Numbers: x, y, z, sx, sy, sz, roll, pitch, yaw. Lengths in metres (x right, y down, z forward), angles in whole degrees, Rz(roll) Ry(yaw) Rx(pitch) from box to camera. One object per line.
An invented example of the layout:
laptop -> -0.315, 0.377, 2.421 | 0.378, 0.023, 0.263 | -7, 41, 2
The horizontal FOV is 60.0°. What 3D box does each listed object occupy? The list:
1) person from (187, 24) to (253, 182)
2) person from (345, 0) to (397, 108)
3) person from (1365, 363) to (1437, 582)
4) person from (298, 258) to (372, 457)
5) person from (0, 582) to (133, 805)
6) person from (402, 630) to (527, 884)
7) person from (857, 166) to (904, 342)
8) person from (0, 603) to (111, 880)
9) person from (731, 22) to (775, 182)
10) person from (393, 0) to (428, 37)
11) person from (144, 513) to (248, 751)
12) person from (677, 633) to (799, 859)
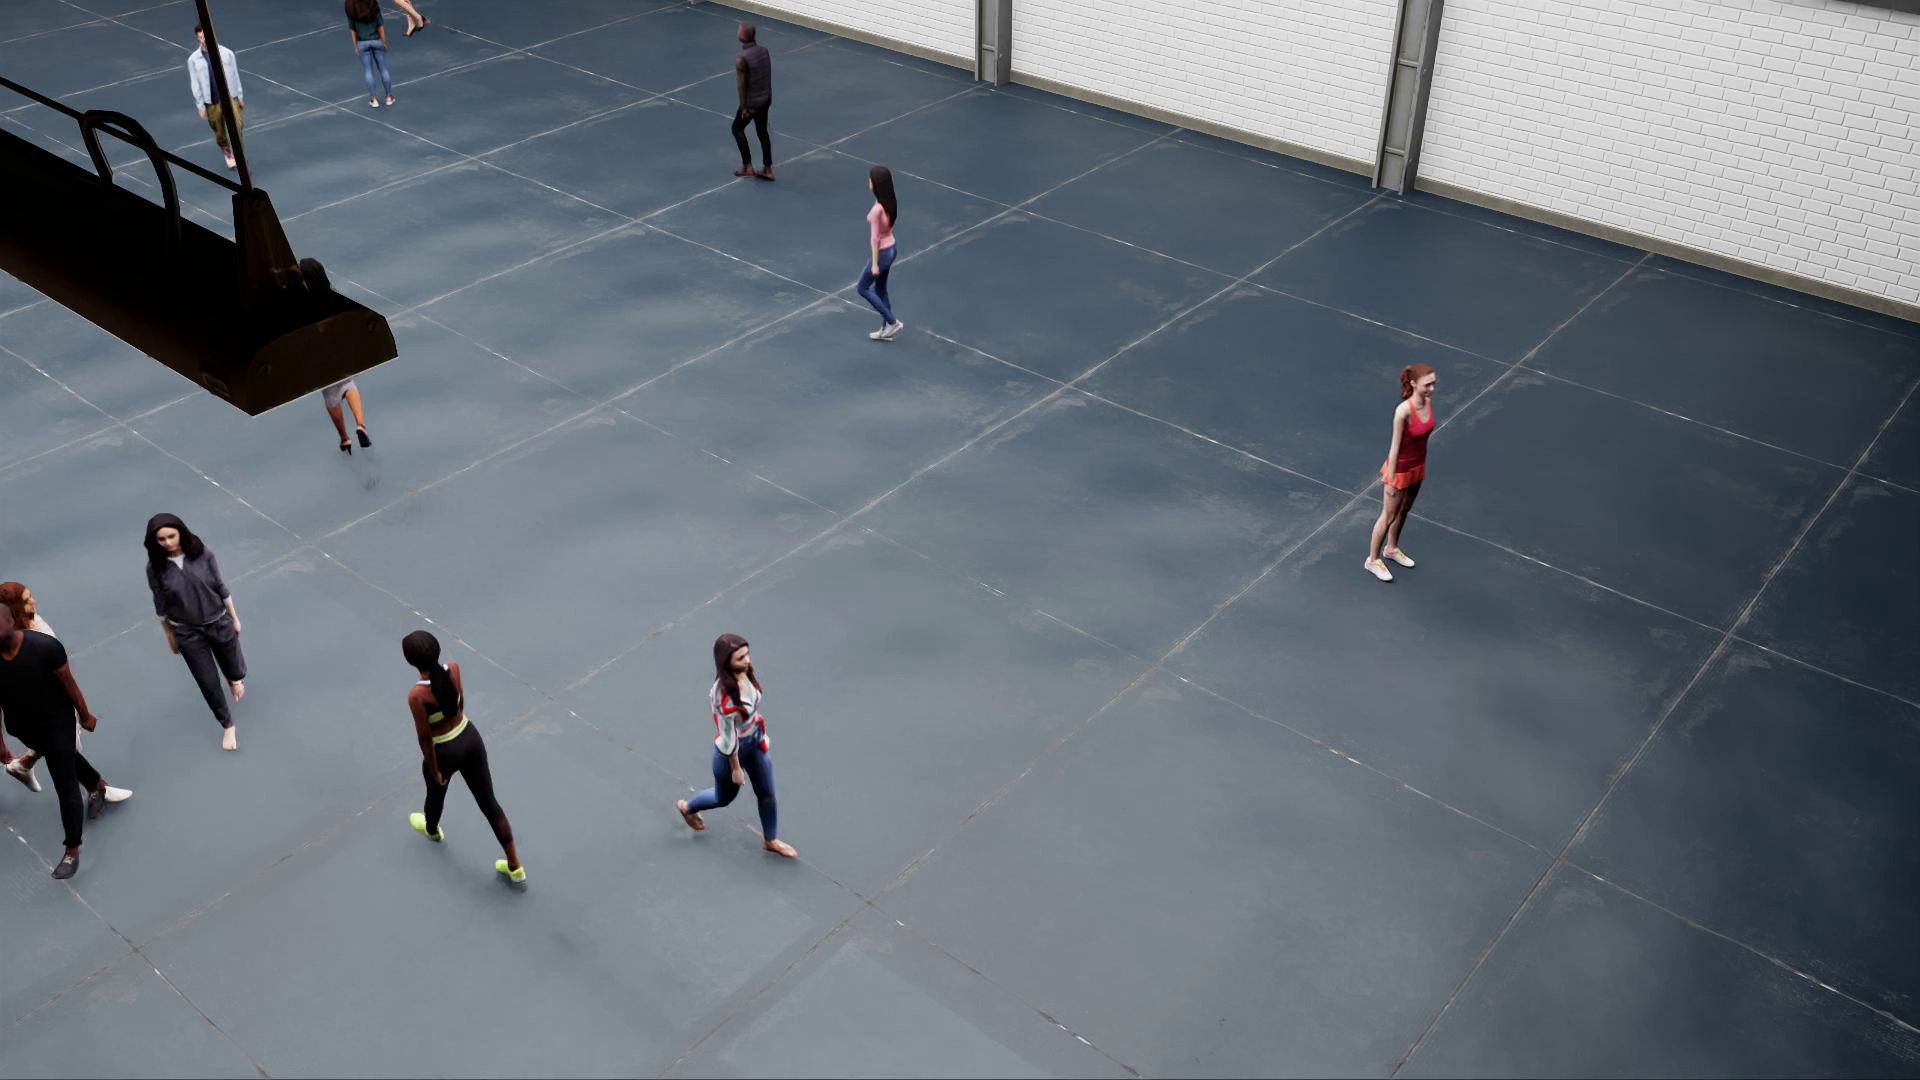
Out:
person -> -8.515, -5.038, 19.144 | 0.993, 1.778, 1.266 | -16, 37, -22
person -> -7.569, -6.377, 21.305 | 0.706, 1.615, 0.738 | -12, 35, -17
person -> 3.322, -0.532, 12.389 | 0.585, 1.751, 0.554 | -28, 43, -35
person -> -5.197, -1.455, 13.760 | 0.706, 1.771, 0.804 | -20, 38, -27
person -> -5.670, 0.975, 10.171 | 1.027, 1.696, 0.971 | -1, 34, -2
person -> -2.874, 1.293, 9.691 | 1.171, 1.698, 0.578 | 23, 40, 31
person -> -0.661, -2.645, 15.591 | 0.760, 1.726, 0.709 | 10, 35, 14
person -> -5.470, 1.058, 9.984 | 1.205, 1.765, 1.257 | -3, 34, -5
person -> -2.282, -4.993, 19.036 | 0.702, 1.824, 0.713 | 22, 39, 29
person -> -7.906, -8.033, 23.777 | 0.772, 1.637, 0.716 | -11, 35, -15
person -> -4.927, 0.530, 10.799 | 0.784, 1.742, 0.919 | -16, 37, -22
person -> -1.392, 1.229, 9.887 | 1.085, 1.587, 0.760 | 15, 36, 21
